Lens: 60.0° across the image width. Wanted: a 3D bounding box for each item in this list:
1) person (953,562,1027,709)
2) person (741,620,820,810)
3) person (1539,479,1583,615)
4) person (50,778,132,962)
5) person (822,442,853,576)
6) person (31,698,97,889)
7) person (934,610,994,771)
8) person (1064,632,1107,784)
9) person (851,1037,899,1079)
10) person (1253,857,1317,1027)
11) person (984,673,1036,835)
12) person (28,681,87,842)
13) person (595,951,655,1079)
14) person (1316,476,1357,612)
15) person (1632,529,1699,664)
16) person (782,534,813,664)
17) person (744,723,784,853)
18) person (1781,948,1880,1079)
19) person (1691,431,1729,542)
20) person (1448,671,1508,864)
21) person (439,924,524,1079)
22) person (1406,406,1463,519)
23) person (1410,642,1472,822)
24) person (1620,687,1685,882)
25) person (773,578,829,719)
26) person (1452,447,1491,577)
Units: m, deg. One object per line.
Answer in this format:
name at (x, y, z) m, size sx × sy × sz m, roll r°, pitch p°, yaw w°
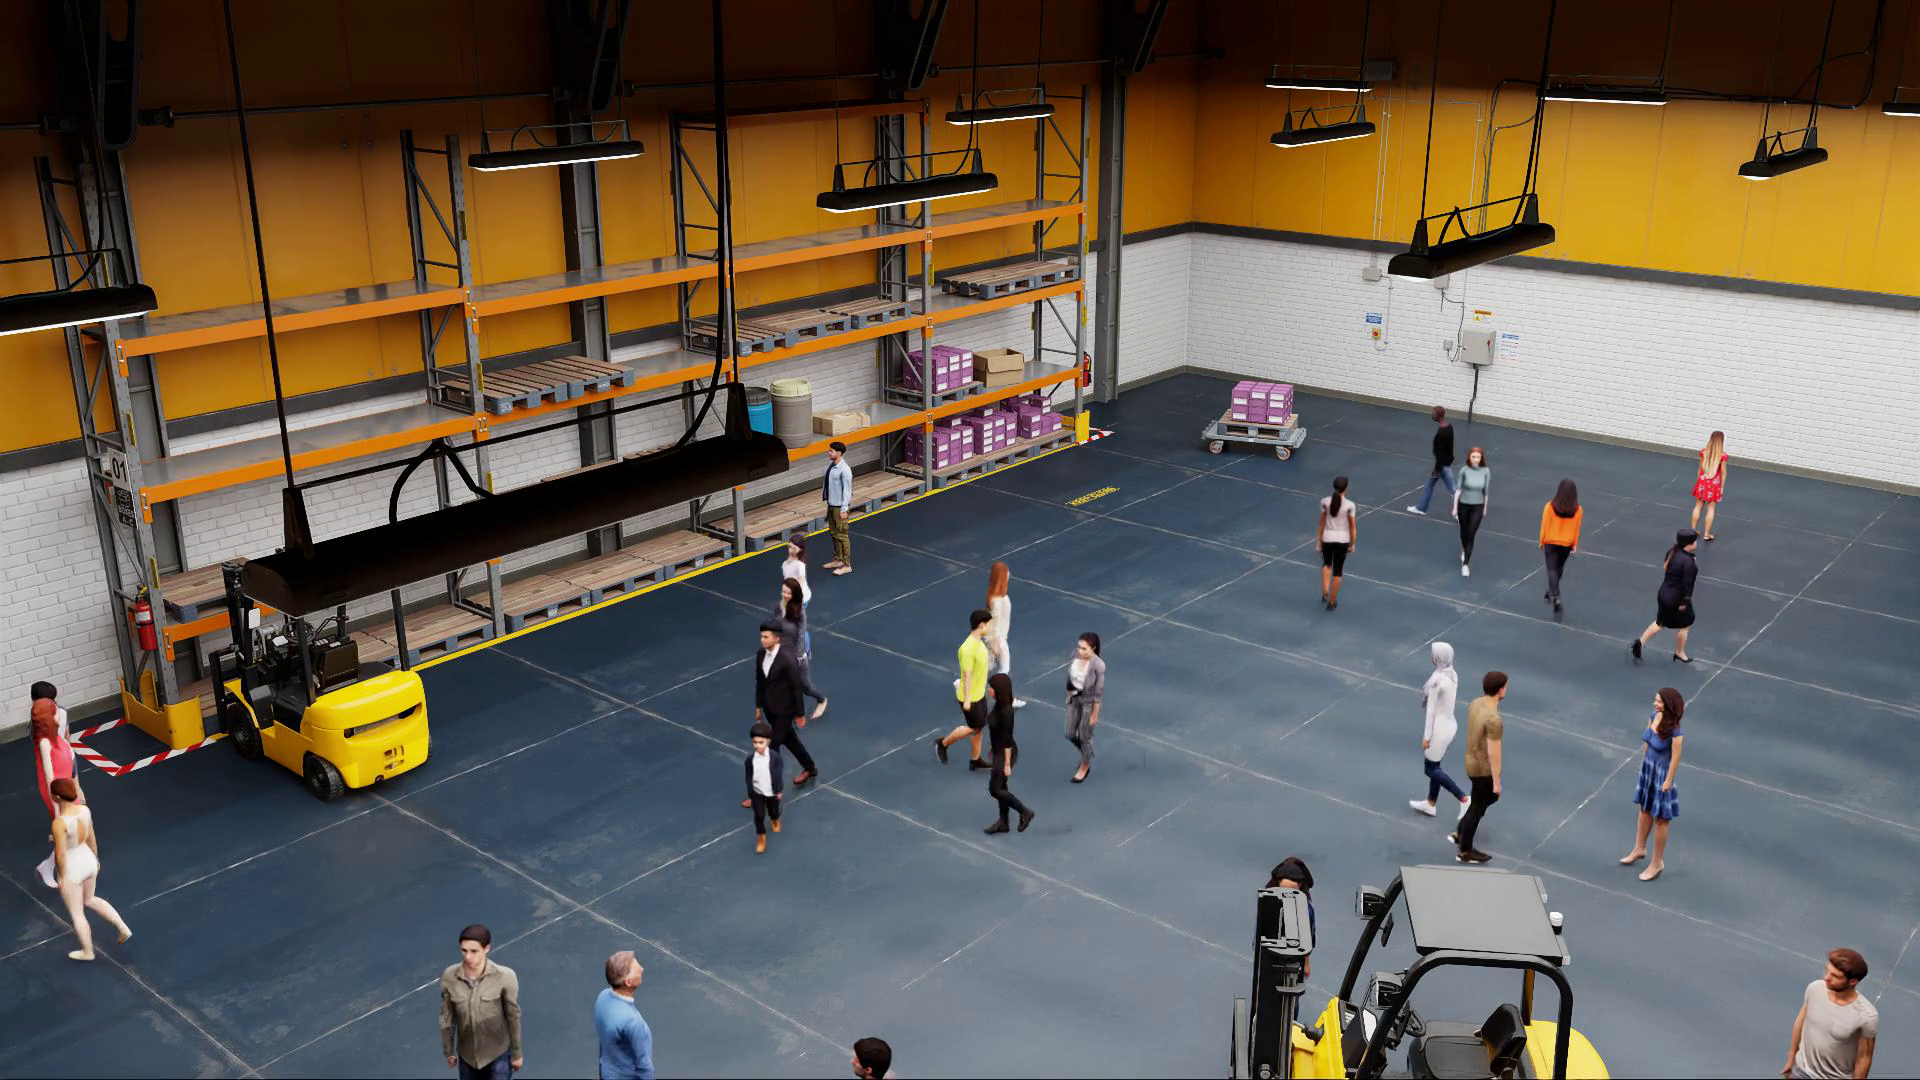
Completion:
person at (0.299, 1.068, 18.068) m, size 1.083 × 1.689 × 1.014 m, roll -2°, pitch 19°, yaw -6°
person at (-1.682, 1.635, 16.167) m, size 1.264 × 1.827 × 0.803 m, roll -17°, pitch 25°, yaw -41°
person at (7.536, 0.102, 20.897) m, size 1.025 × 1.715 × 1.168 m, roll 1°, pitch 19°, yaw 3°
person at (-7.029, 2.674, 13.388) m, size 0.797 × 1.633 × 0.781 m, roll 3°, pitch 19°, yaw 10°
person at (-1.634, -0.449, 22.380) m, size 0.698 × 1.812 × 0.747 m, roll -10°, pitch 21°, yaw -28°
person at (-7.892, 2.240, 14.389) m, size 0.844 × 1.816 × 0.773 m, roll -8°, pitch 20°, yaw -22°
person at (0.049, 1.532, 16.720) m, size 0.953 × 1.669 × 0.948 m, roll 6°, pitch 19°, yaw 16°
person at (1.301, 1.633, 16.450) m, size 0.719 × 1.650 × 0.734 m, roll -13°, pitch 22°, yaw -33°
person at (-0.500, 3.749, 9.850) m, size 0.805 × 1.853 × 0.699 m, roll 1°, pitch 19°, yaw 4°
person at (2.373, 3.081, 12.208) m, size 0.694 × 1.615 × 0.719 m, roll 2°, pitch 19°, yaw 6°
person at (0.480, 1.988, 15.427) m, size 0.835 × 1.631 × 0.770 m, roll -3°, pitch 19°, yaw -9°
person at (-8.385, 2.026, 15.418) m, size 0.697 × 1.566 × 0.584 m, roll 5°, pitch 19°, yaw 15°
person at (-2.230, 3.503, 10.697) m, size 1.243 × 1.779 × 0.899 m, roll -12°, pitch 22°, yaw -32°
person at (4.710, 0.062, 20.983) m, size 0.679 × 1.734 × 0.675 m, roll 9°, pitch 21°, yaw 25°
person at (8.217, 0.678, 19.285) m, size 1.131 × 1.650 × 1.046 m, roll -3°, pitch 19°, yaw -9°
person at (-1.845, 0.684, 19.272) m, size 0.740 × 1.647 × 0.758 m, roll -2°, pitch 19°, yaw -6°
person at (-1.790, 2.247, 15.311) m, size 0.728 × 1.215 × 0.806 m, roll 0°, pitch 19°, yaw 1°
person at (5.570, 3.443, 10.699) m, size 0.681 × 1.891 × 0.729 m, roll -11°, pitch 21°, yaw -28°
person at (10.684, -0.789, 23.736) m, size 0.562 × 1.590 × 0.587 m, roll -18°, pitch 25°, yaw -42°
person at (4.583, 2.046, 14.937) m, size 0.902 × 1.834 × 0.823 m, roll 0°, pitch 19°, yaw 1°
person at (-3.125, 3.347, 11.048) m, size 1.008 × 1.851 × 1.100 m, roll 1°, pitch 19°, yaw 2°
person at (7.215, -1.092, 24.486) m, size 0.990 × 1.685 × 1.211 m, roll 8°, pitch 20°, yaw 23°
person at (4.589, 1.842, 15.657) m, size 0.687 × 1.761 × 0.839 m, roll 15°, pitch 24°, yaw 38°
person at (6.154, 2.138, 14.708) m, size 0.804 × 1.805 × 0.758 m, roll -3°, pitch 19°, yaw -8°
person at (-1.709, 1.210, 17.578) m, size 0.731 × 1.732 × 1.171 m, roll 11°, pitch 21°, yaw 29°
person at (6.889, -0.418, 22.463) m, size 0.929 × 1.700 × 1.243 m, roll 5°, pitch 19°, yaw 15°
